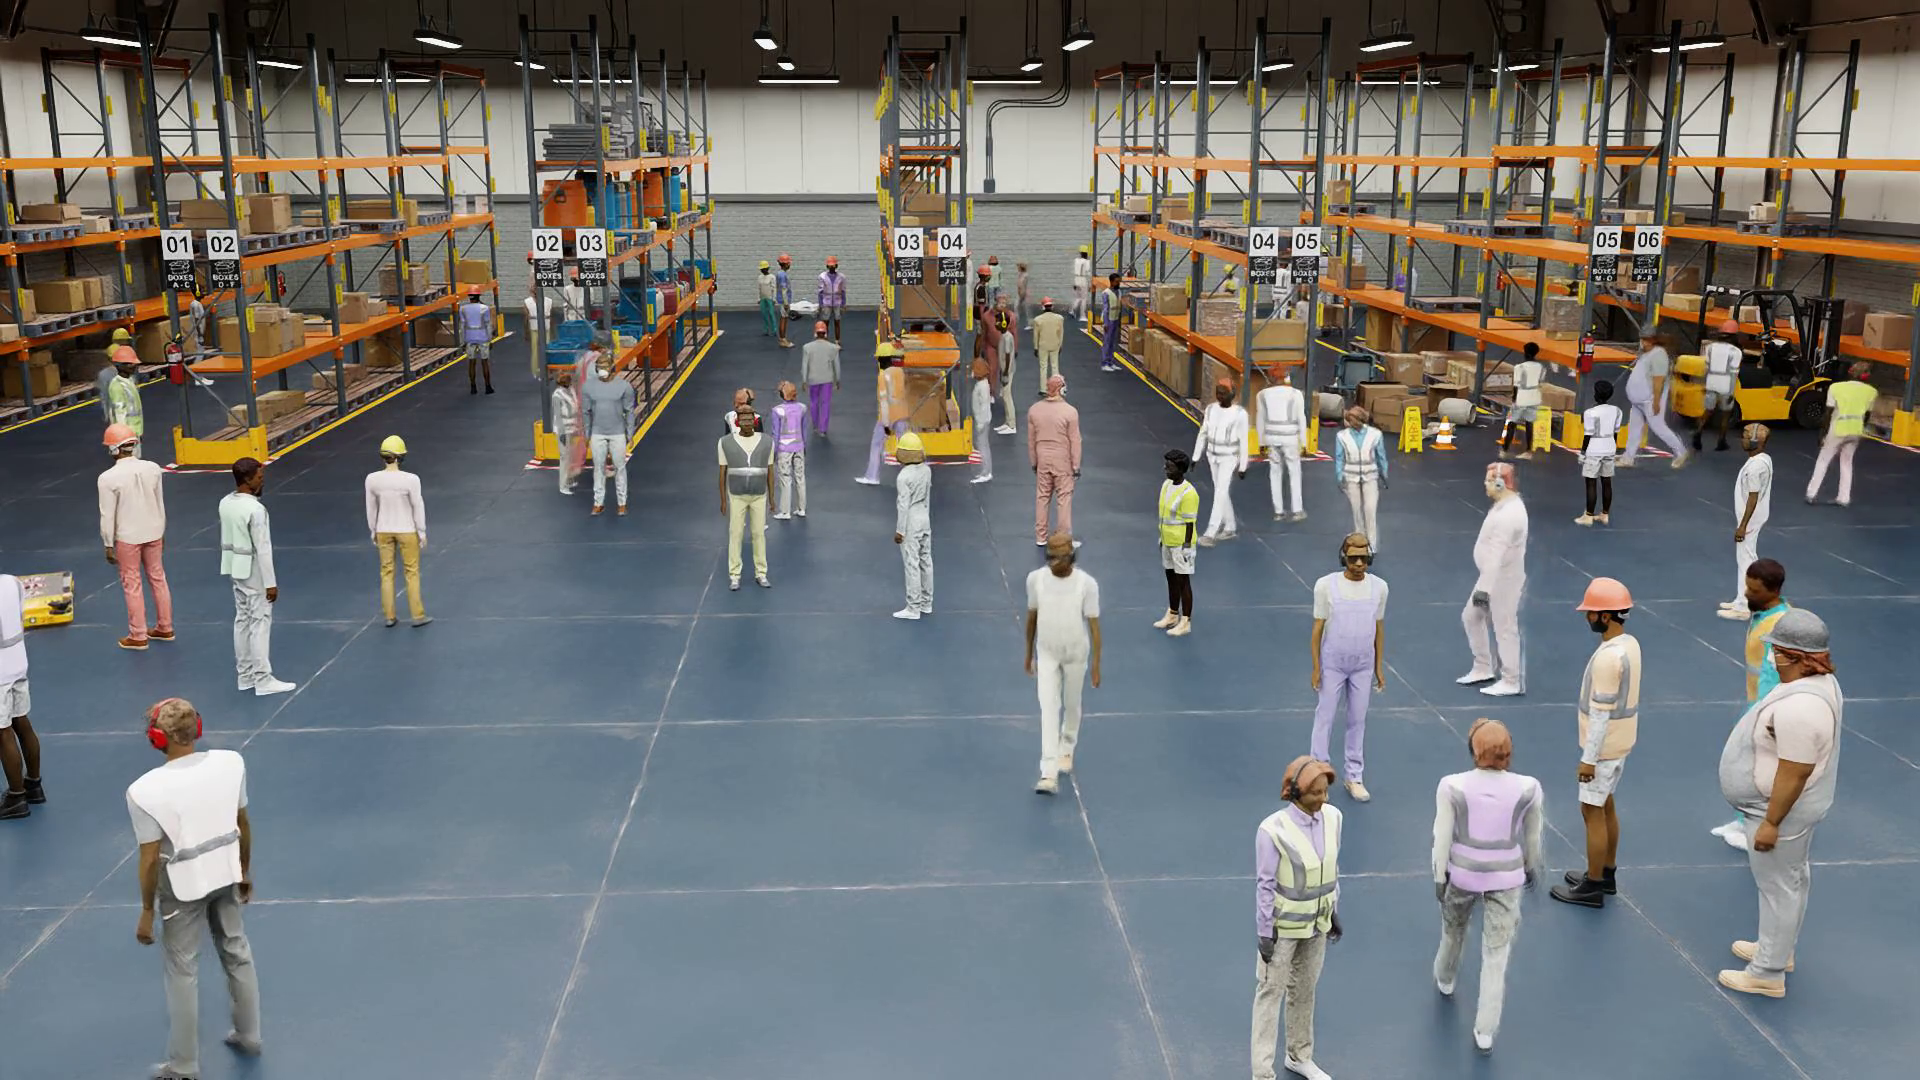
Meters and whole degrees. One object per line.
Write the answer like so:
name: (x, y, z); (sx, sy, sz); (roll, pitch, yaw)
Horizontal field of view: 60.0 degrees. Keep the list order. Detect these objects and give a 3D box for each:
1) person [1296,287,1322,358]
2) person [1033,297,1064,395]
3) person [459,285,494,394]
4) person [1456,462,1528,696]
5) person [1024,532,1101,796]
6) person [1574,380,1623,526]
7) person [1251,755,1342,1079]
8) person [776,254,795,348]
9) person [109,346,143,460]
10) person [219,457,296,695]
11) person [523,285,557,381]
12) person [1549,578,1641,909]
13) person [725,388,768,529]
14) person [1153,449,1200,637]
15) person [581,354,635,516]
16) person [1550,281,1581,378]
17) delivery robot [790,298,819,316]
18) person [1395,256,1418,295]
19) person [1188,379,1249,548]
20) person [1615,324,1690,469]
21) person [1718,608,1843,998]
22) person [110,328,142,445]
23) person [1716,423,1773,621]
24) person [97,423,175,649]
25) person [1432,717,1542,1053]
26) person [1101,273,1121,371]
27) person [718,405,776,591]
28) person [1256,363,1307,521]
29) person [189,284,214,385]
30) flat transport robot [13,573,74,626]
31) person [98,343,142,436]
person: (6.892, -4.180, 32.892); (0.502, 1.617, 0.424); (-1, 13, -2)
person: (1.557, -3.435, 29.483); (0.558, 1.735, 0.380); (-3, 14, -11)
person: (-8.586, -3.552, 29.556); (0.542, 1.929, 0.375); (-1, 13, -6)
person: (4.233, 0.320, 13.252); (0.636, 1.880, 0.656); (3, 14, 12)
person: (0.691, 0.821, 11.324); (0.552, 1.788, 0.945); (3, 14, 12)
person: (7.385, -1.002, 19.247); (0.533, 1.697, 0.319); (-6, 14, -23)
person: (1.545, 1.771, 7.631); (0.511, 1.638, 0.309); (-9, 16, -35)
person: (-3.834, -5.244, 36.479); (0.370, 2.044, 0.608); (-2, 13, -10)
person: (-9.790, -1.275, 19.666); (0.381, 2.040, 0.616); (-4, 14, -15)
person: (-5.682, 0.289, 13.308); (0.592, 1.916, 0.375); (11, 17, 38)
person: (-7.935, -3.928, 31.363); (0.613, 1.831, 0.389); (-11, 17, -39)
person: (3.689, 1.163, 9.605); (0.389, 1.923, 0.549); (9, 16, 33)
person: (-2.447, -0.912, 18.992); (0.514, 1.641, 0.309); (7, 15, 26)
person: (1.950, 0.018, 14.947); (0.319, 1.693, 0.532); (-5, 14, -21)
person: (-4.172, -1.248, 19.774); (0.629, 1.940, 0.378); (0, 13, -1)
person: (11.725, -4.083, 32.017); (0.531, 1.835, 0.924); (-4, 14, -18)
delivery robot: (-3.951, -5.894, 42.219); (0.707, 0.478, 0.477); (3, 13, 11)
person: (10.387, -5.696, 38.848); (0.429, 1.837, 0.626); (-6, 14, -23)
person: (2.842, -0.854, 18.324); (0.854, 1.844, 0.584); (-10, 17, -36)
person: (9.490, -1.978, 22.647); (0.954, 2.000, 0.708); (1, 13, 4)
person: (4.210, 1.336, 8.609); (0.535, 2.000, 0.673); (10, 16, 35)
person: (-12.249, -2.232, 24.386); (0.480, 1.731, 0.355); (11, 17, 40)
person: (7.304, -0.173, 15.422); (0.337, 1.844, 0.509); (8, 15, 30)
person: (-7.231, -0.036, 14.554); (0.406, 1.986, 0.604); (7, 15, 28)
person: (2.592, 1.643, 8.249); (0.521, 1.604, 0.819); (3, 14, 12)
person: (2.972, -4.285, 32.683); (0.391, 1.918, 0.590); (9, 16, 33)
person: (-2.108, -0.429, 16.501); (0.567, 1.846, 0.389); (-4, 14, -17)
person: (3.768, -1.149, 19.557); (0.649, 1.844, 0.374); (7, 15, 26)
person: (-14.034, -3.788, 30.706); (0.331, 1.862, 0.509); (-5, 14, -22)
flat transport robot: (-8.773, 0.546, 15.744); (0.652, 0.197, 1.431); (-7, 15, -27)
person: (-11.325, -1.786, 22.437); (0.449, 1.750, 0.547); (10, 16, 35)
